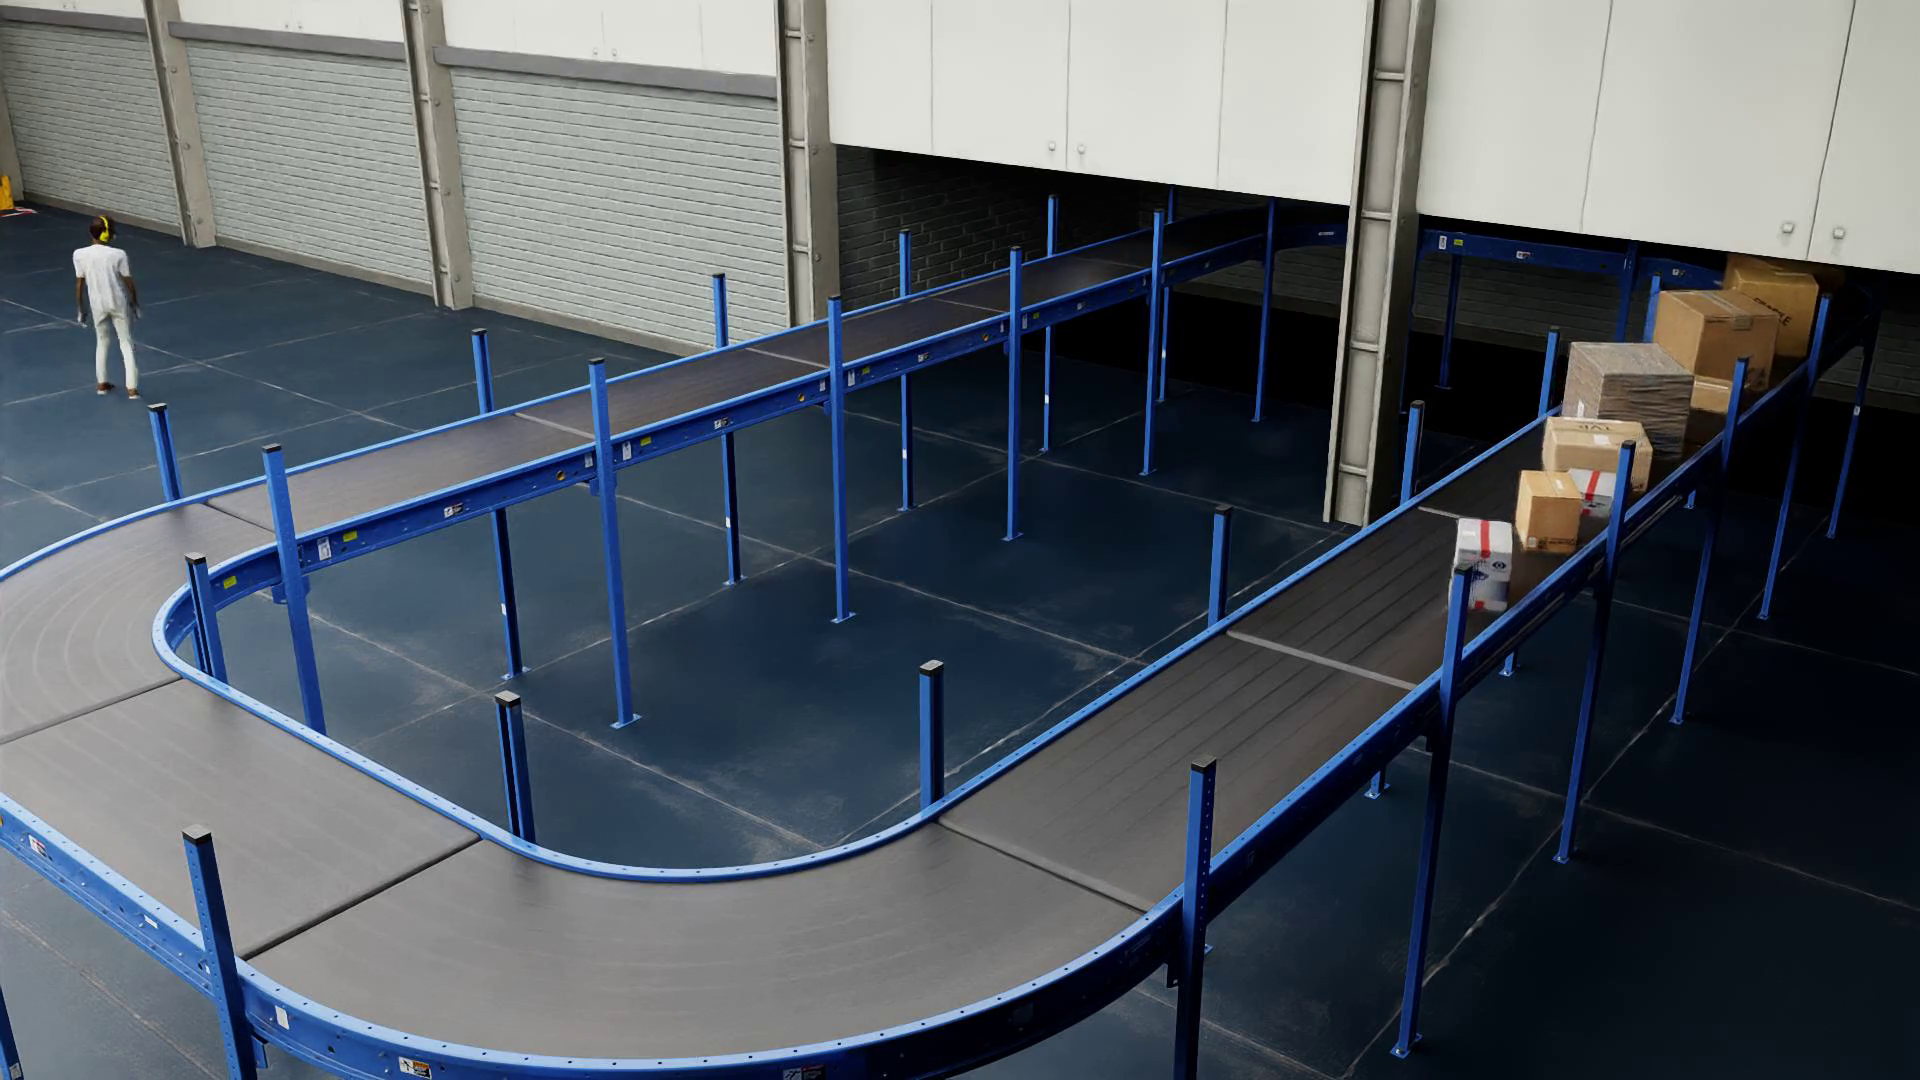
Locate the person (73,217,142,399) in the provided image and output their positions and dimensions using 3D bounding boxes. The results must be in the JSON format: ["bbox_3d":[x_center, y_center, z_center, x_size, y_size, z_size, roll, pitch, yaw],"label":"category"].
[{"bbox_3d":[-8.503,-2.307,16.618,0.562,1.841,0.662,-6,22,-14],"label":"person"}]
